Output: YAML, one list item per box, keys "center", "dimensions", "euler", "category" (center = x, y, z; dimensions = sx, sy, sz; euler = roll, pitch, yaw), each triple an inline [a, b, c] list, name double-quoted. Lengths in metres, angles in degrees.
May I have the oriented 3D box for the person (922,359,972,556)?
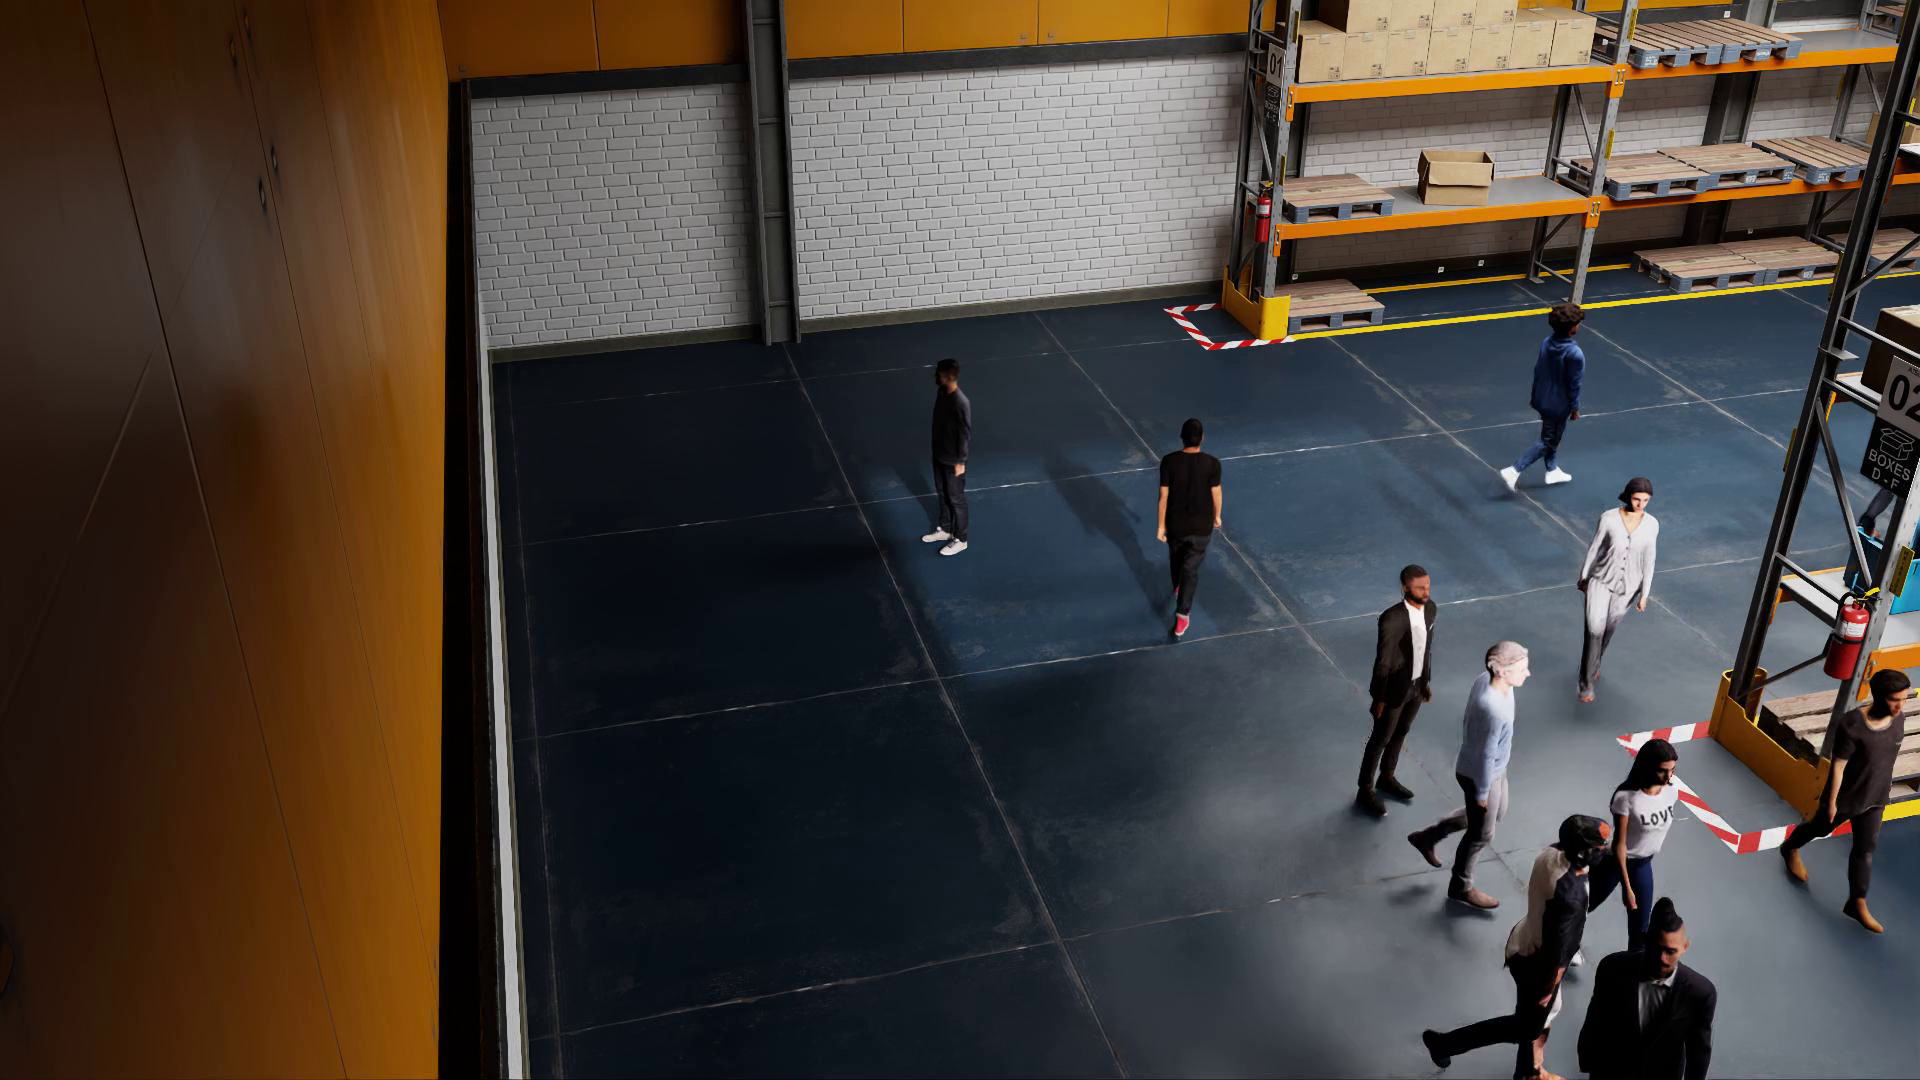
- center: [-0.080, -0.730, 14.113]
  dimensions: [0.627, 1.761, 0.669]
  euler: [-15, 32, -26]
  category: "person"

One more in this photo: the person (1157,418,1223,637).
- center: [1.773, -0.072, 12.957]
  dimensions: [1.162, 1.712, 1.100]
  euler: [9, 30, 16]
  category: "person"

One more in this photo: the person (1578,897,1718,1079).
- center: [3.304, 2.482, 8.079]
  dimensions: [1.236, 1.901, 1.239]
  euler: [12, 31, 20]
  category: "person"

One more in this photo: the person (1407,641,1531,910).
- center: [3.082, 1.396, 10.097]
  dimensions: [0.997, 1.874, 0.913]
  euler: [11, 30, 19]
  category: "person"

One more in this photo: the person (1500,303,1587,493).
- center: [5.314, -1.244, 15.031]
  dimensions: [1.081, 1.784, 0.679]
  euler: [-9, 30, -16]
  category: "person"

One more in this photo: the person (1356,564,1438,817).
- center: [2.884, 0.963, 10.969]
  dimensions: [0.653, 1.800, 0.808]
  euler: [-19, 34, -31]
  category: "person"

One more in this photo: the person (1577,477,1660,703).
- center: [4.811, 0.287, 12.271]
  dimensions: [1.062, 1.739, 0.959]
  euler: [6, 29, 10]
  category: "person"

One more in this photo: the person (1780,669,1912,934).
- center: [5.400, 1.481, 10.147]
  dimensions: [0.996, 1.676, 0.704]
  euler: [-7, 29, -12]
  category: "person"

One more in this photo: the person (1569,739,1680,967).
- center: [3.685, 1.833, 9.453]
  dimensions: [1.056, 1.724, 0.661]
  euler: [-8, 30, -15]
  category: "person"

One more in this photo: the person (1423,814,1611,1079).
- center: [2.933, 2.173, 8.683]
  dimensions: [1.168, 1.865, 1.024]
  euler: [8, 30, 15]
  category: "person"
